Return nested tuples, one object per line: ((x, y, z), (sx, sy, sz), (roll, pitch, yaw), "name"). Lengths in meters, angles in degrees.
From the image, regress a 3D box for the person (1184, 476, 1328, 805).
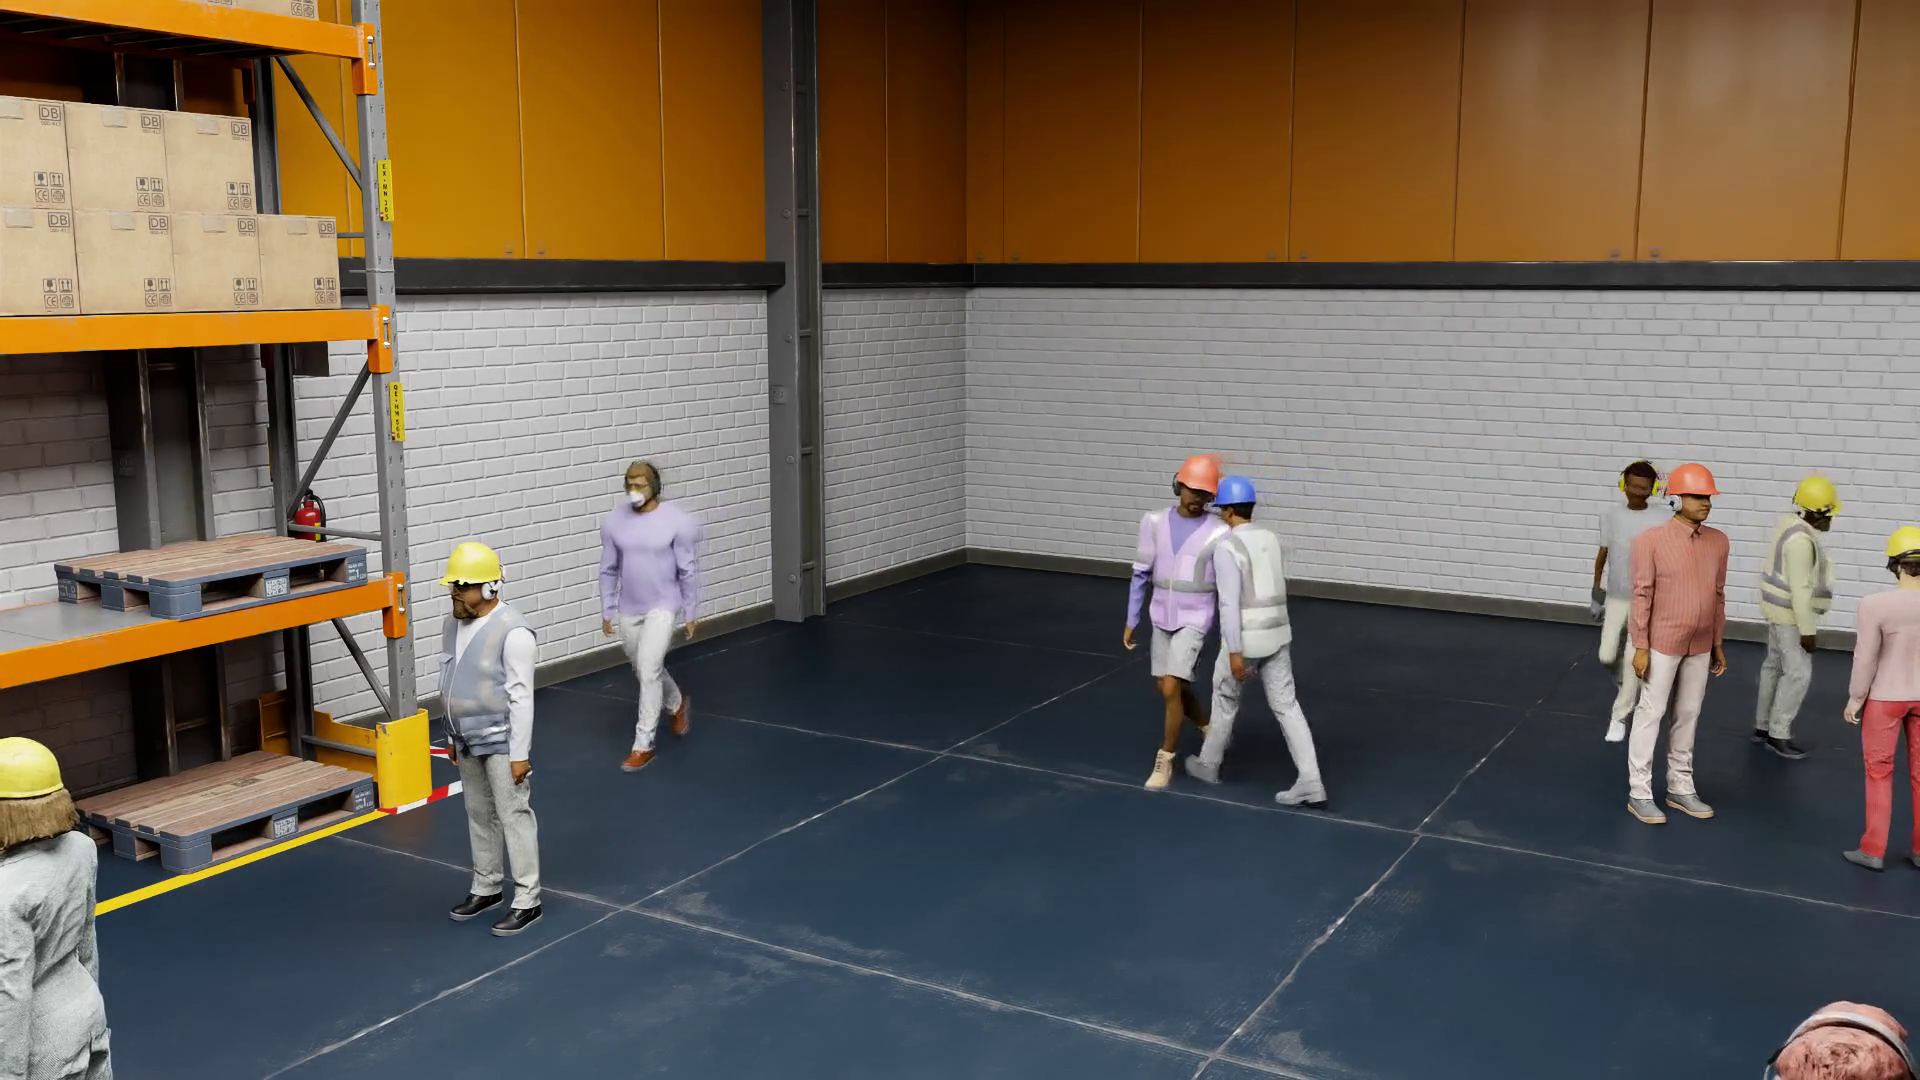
((1.718, 0.580, 9.590), (0.609, 1.878, 1.031), (-7, 11, -36), "person")

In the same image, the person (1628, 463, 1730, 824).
((3.983, 0.567, 9.220), (0.612, 1.997, 0.376), (-3, 10, -17), "person")

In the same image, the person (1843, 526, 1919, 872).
((4.766, 0.807, 8.446), (0.533, 1.765, 0.329), (0, 9, 1), "person")

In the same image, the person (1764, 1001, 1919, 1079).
((1.366, 1.667, 2.673), (0.636, 1.899, 0.396), (7, 12, 39), "person")

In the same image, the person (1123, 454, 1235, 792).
((1.348, 0.465, 9.876), (0.621, 1.993, 0.754), (7, 11, 37), "person")

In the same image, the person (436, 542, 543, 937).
((-2.179, 0.905, 7.669), (0.591, 1.823, 0.405), (7, 12, 38), "person")

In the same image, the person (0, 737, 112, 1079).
((-2.619, 1.411, 4.741), (0.294, 1.744, 0.484), (0, 9, -2), "person")

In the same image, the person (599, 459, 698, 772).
((-1.917, 0.423, 10.447), (0.632, 1.909, 0.925), (3, 10, 17), "person")

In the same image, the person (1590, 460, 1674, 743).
((4.404, 0.377, 10.874), (0.524, 1.847, 0.582), (7, 12, 38), "person")

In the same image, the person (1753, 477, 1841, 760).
((5.270, 0.474, 10.478), (0.408, 1.787, 0.679), (4, 10, 23), "person")
